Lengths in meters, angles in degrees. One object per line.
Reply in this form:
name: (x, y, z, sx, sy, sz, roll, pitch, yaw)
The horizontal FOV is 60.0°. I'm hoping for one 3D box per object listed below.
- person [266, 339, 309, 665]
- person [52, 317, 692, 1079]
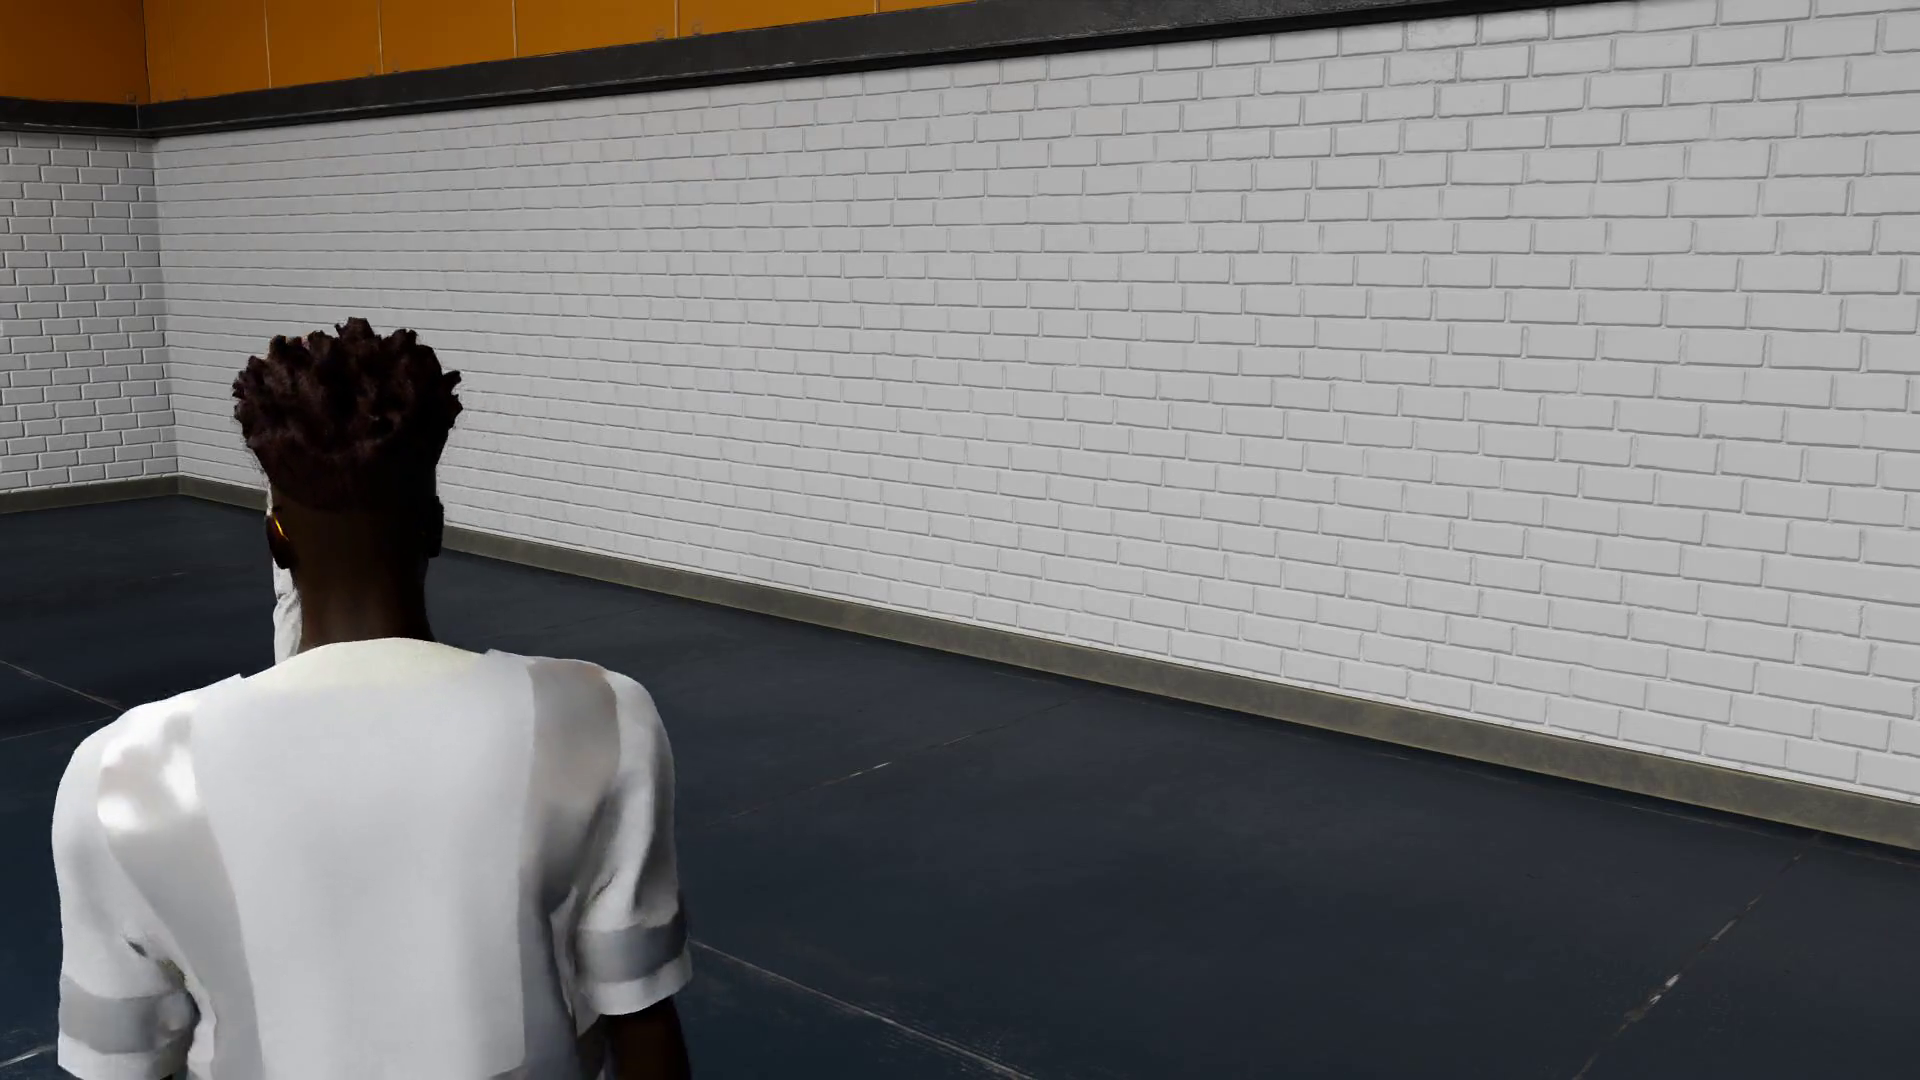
person: (-2.832, -0.046, 7.189, 0.307, 1.636, 0.525, 0, 10, -1)
person: (-0.594, 0.741, 1.802, 0.635, 1.949, 0.416, -3, 10, -17)
